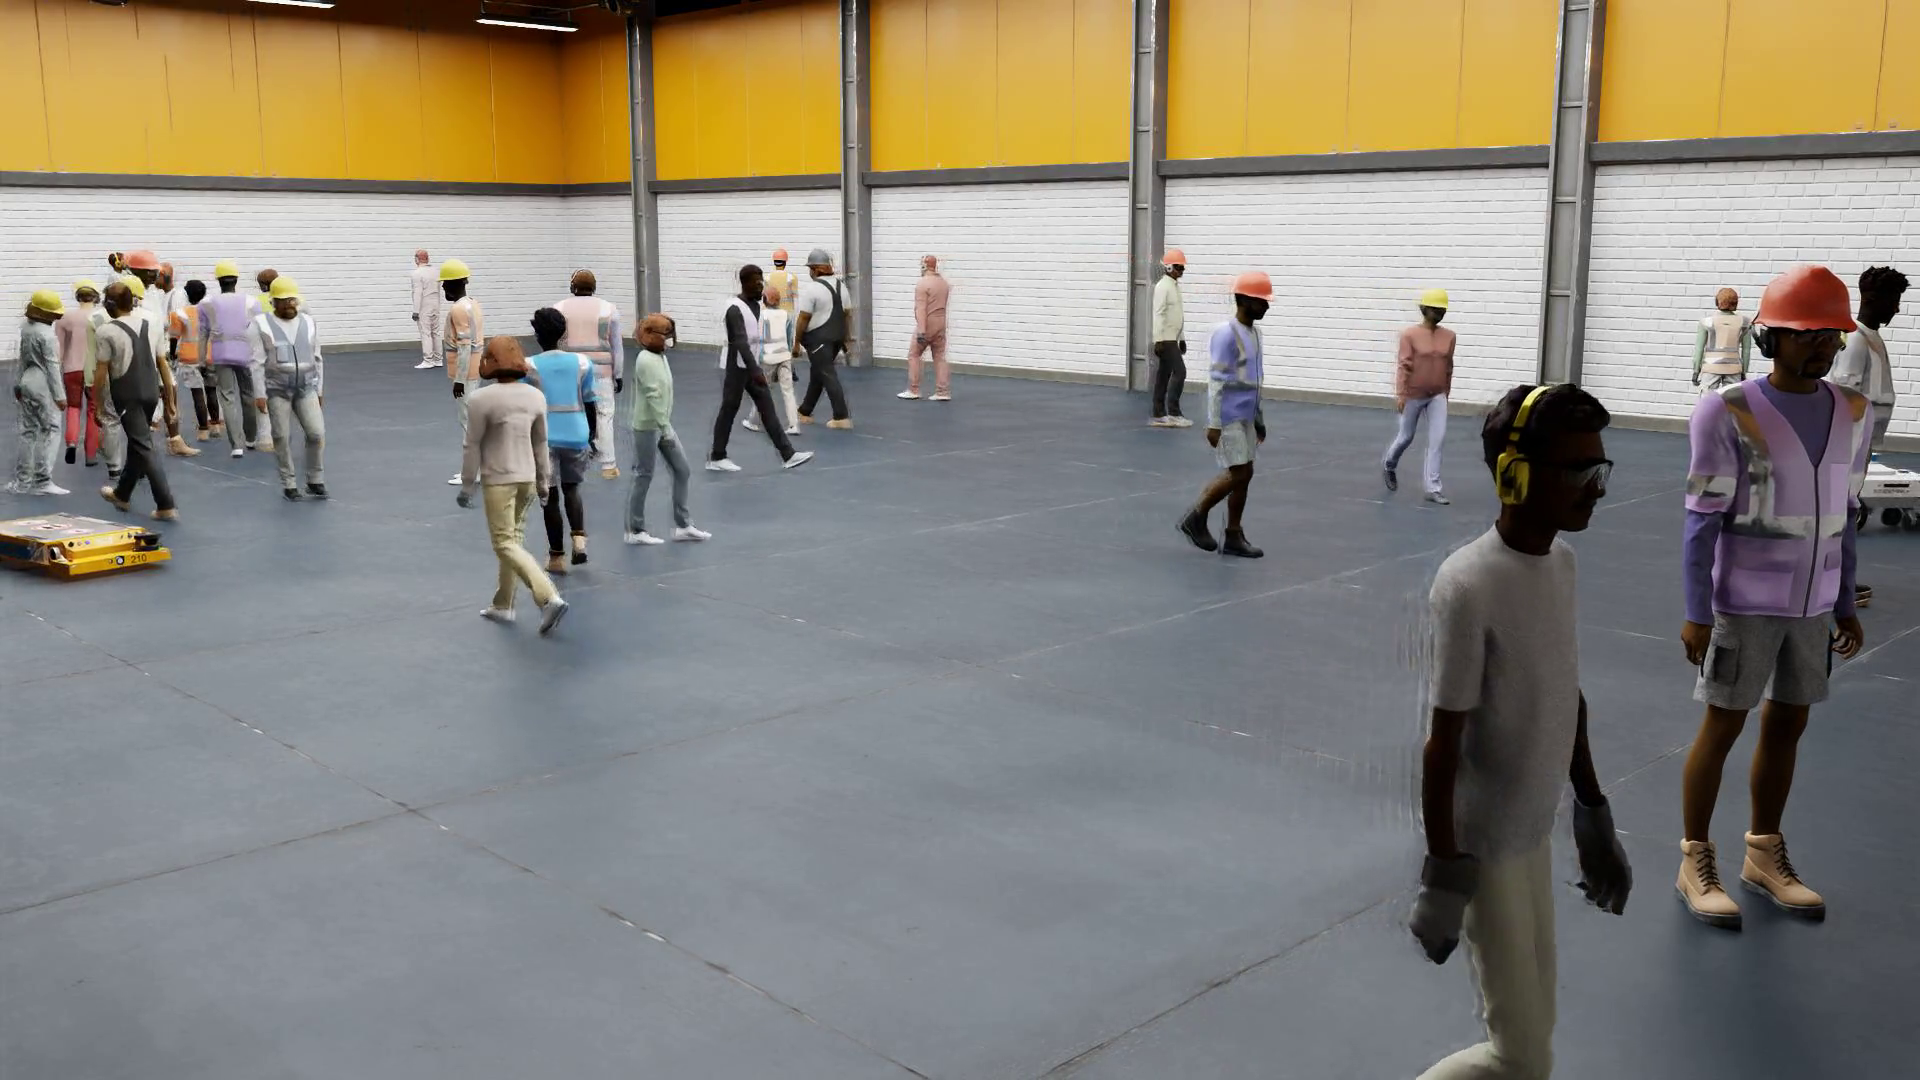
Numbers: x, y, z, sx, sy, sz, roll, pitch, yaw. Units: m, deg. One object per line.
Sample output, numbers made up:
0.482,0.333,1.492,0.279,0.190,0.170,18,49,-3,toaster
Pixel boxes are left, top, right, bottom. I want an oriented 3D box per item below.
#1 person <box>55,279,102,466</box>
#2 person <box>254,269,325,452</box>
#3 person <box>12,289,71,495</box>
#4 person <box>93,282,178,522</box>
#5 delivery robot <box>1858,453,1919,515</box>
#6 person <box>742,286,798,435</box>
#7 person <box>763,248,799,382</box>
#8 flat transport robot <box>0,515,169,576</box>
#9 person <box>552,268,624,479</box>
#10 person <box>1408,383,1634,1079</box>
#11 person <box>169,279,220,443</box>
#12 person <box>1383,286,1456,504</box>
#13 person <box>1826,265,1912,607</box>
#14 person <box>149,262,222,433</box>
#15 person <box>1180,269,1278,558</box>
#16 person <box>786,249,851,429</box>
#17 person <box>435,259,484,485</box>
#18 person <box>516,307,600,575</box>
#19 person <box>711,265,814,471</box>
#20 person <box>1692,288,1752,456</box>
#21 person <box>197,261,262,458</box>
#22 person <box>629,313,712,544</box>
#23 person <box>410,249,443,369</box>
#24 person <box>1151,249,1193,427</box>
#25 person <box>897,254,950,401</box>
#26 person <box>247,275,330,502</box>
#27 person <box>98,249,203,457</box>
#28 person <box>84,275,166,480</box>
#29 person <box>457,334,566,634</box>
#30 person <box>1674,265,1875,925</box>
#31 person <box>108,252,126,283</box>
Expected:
-8.095,-1.549,15.431,0.572,1.724,0.447,-3,11,-18,person
-6.724,-1.770,16.464,0.710,1.810,0.455,-3,11,-14,person
-7.620,-1.219,13.731,0.670,1.697,0.404,7,13,35,person
-6.260,-1.041,12.533,0.981,1.780,0.526,5,12,26,person
6.582,-0.390,12.071,0.707,0.478,0.477,0,10,-1,delivery robot
-2.019,-1.923,17.864,0.535,1.591,0.852,-9,14,-41,person
-2.609,-3.277,24.291,0.542,1.939,0.365,1,10,3,person
-5.896,0.014,10.899,1.431,0.197,0.652,7,13,34,flat transport robot
-3.256,-1.443,14.550,0.633,1.843,0.429,-1,10,-6,person
1.105,0.611,3.321,0.497,1.856,0.549,8,13,38,person
-7.909,-1.859,17.282,0.559,1.672,0.611,-10,14,-42,person
3.726,-1.191,13.493,0.529,1.733,0.818,-2,11,-13,person
5.216,-0.605,9.664,0.390,1.957,0.609,7,13,35,person
-8.516,-2.068,17.967,0.984,1.830,0.610,-9,14,-42,person
1.817,-0.820,10.967,0.525,1.912,0.574,7,13,34,person
-1.577,-2.269,18.518,1.012,2.000,0.698,7,12,32,person
-4.273,-1.436,14.285,0.373,1.923,0.596,-1,10,-7,person
-2.552,-0.620,10.472,0.555,1.682,0.374,-7,12,-33,person
-1.842,-1.525,14.939,1.024,1.861,0.591,4,11,22,person
7.273,-1.587,15.914,0.512,1.634,0.310,2,11,10,person
-7.100,-1.766,16.223,0.602,1.869,0.982,-5,12,-26,person
-2.003,-0.749,11.436,0.672,1.603,0.492,2,11,10,person
-8.593,-3.703,26.712,0.399,1.905,0.643,4,11,18,person
2.430,-2.234,18.485,0.672,1.975,0.646,4,11,21,person
-0.478,-2.736,21.500,0.796,1.878,0.669,8,13,35,person
-5.340,-1.196,13.285,0.601,1.816,0.529,-9,14,-40,person
-7.859,-1.770,15.904,0.953,2.015,0.617,0,10,1,person
-7.238,-1.392,14.419,0.661,1.790,0.593,-5,11,-25,person
-2.396,-0.302,8.973,0.757,1.607,0.501,7,12,33,person
2.532,0.183,5.141,0.616,2.041,0.382,-2,11,-13,person
-12.800,-3.444,25.422,0.328,1.862,0.513,-8,13,-36,person
